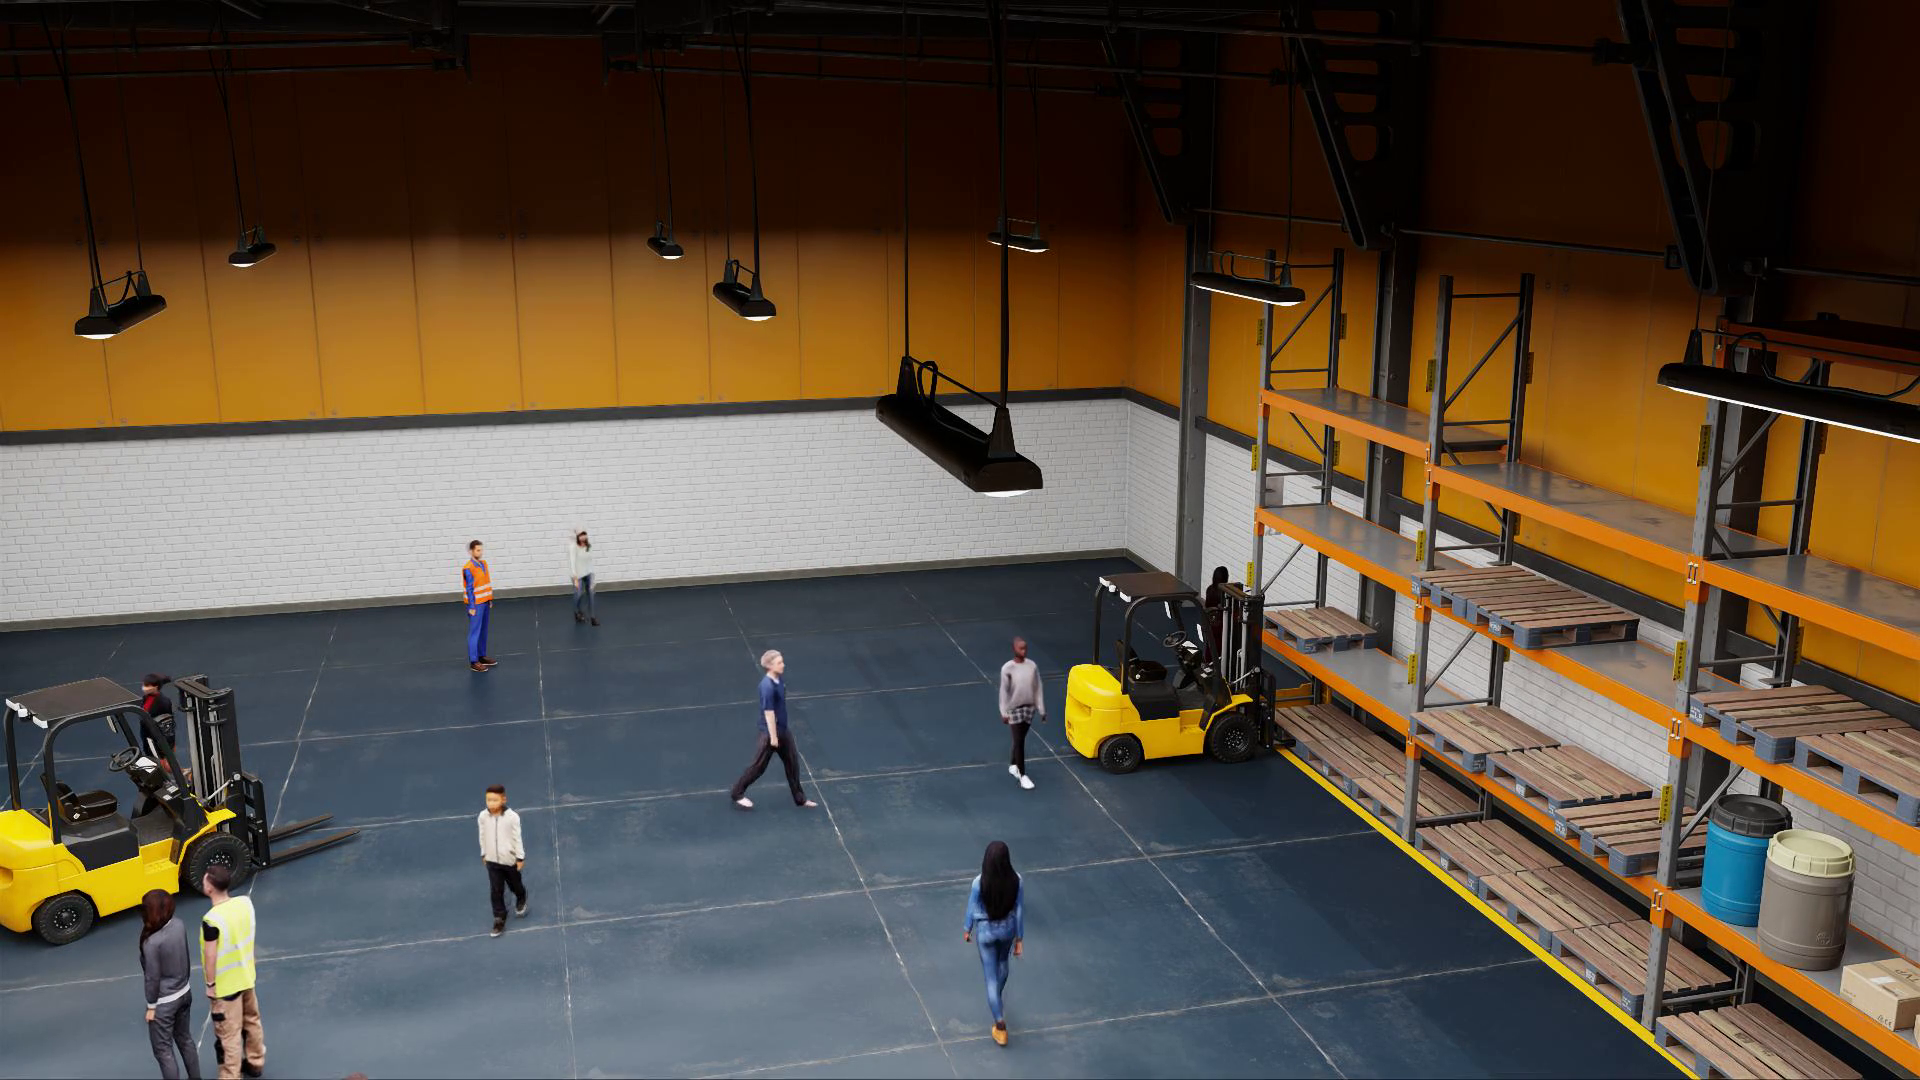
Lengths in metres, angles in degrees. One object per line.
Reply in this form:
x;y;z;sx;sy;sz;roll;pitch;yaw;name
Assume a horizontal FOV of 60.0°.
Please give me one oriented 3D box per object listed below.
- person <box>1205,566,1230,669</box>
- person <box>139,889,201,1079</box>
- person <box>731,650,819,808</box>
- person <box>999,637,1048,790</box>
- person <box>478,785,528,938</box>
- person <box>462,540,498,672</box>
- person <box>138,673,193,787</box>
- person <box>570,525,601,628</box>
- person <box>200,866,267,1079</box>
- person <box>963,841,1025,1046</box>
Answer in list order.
3.488;1.205;22.400;0.776;1.757;0.619;-7;15;-28;person
-6.084;3.519;12.816;0.753;1.768;0.618;2;14;9;person
-2.161;2.133;18.419;1.085;1.827;1.238;3;14;11;person
0.659;1.957;19.327;0.757;1.742;1.038;-7;15;-27;person
-4.296;2.981;15.742;0.735;1.437;0.911;1;14;3;person
-6.783;0.902;23.429;0.847;1.861;0.714;3;14;11;person
-8.826;2.242;18.406;0.907;1.620;0.971;7;15;27;person
-5.812;0.534;25.517;1.125;1.593;0.878;12;18;41;person
-5.721;3.427;13.042;0.898;1.841;0.812;4;14;15;person
0.321;3.342;13.729;0.630;1.684;1.035;-4;14;-18;person
